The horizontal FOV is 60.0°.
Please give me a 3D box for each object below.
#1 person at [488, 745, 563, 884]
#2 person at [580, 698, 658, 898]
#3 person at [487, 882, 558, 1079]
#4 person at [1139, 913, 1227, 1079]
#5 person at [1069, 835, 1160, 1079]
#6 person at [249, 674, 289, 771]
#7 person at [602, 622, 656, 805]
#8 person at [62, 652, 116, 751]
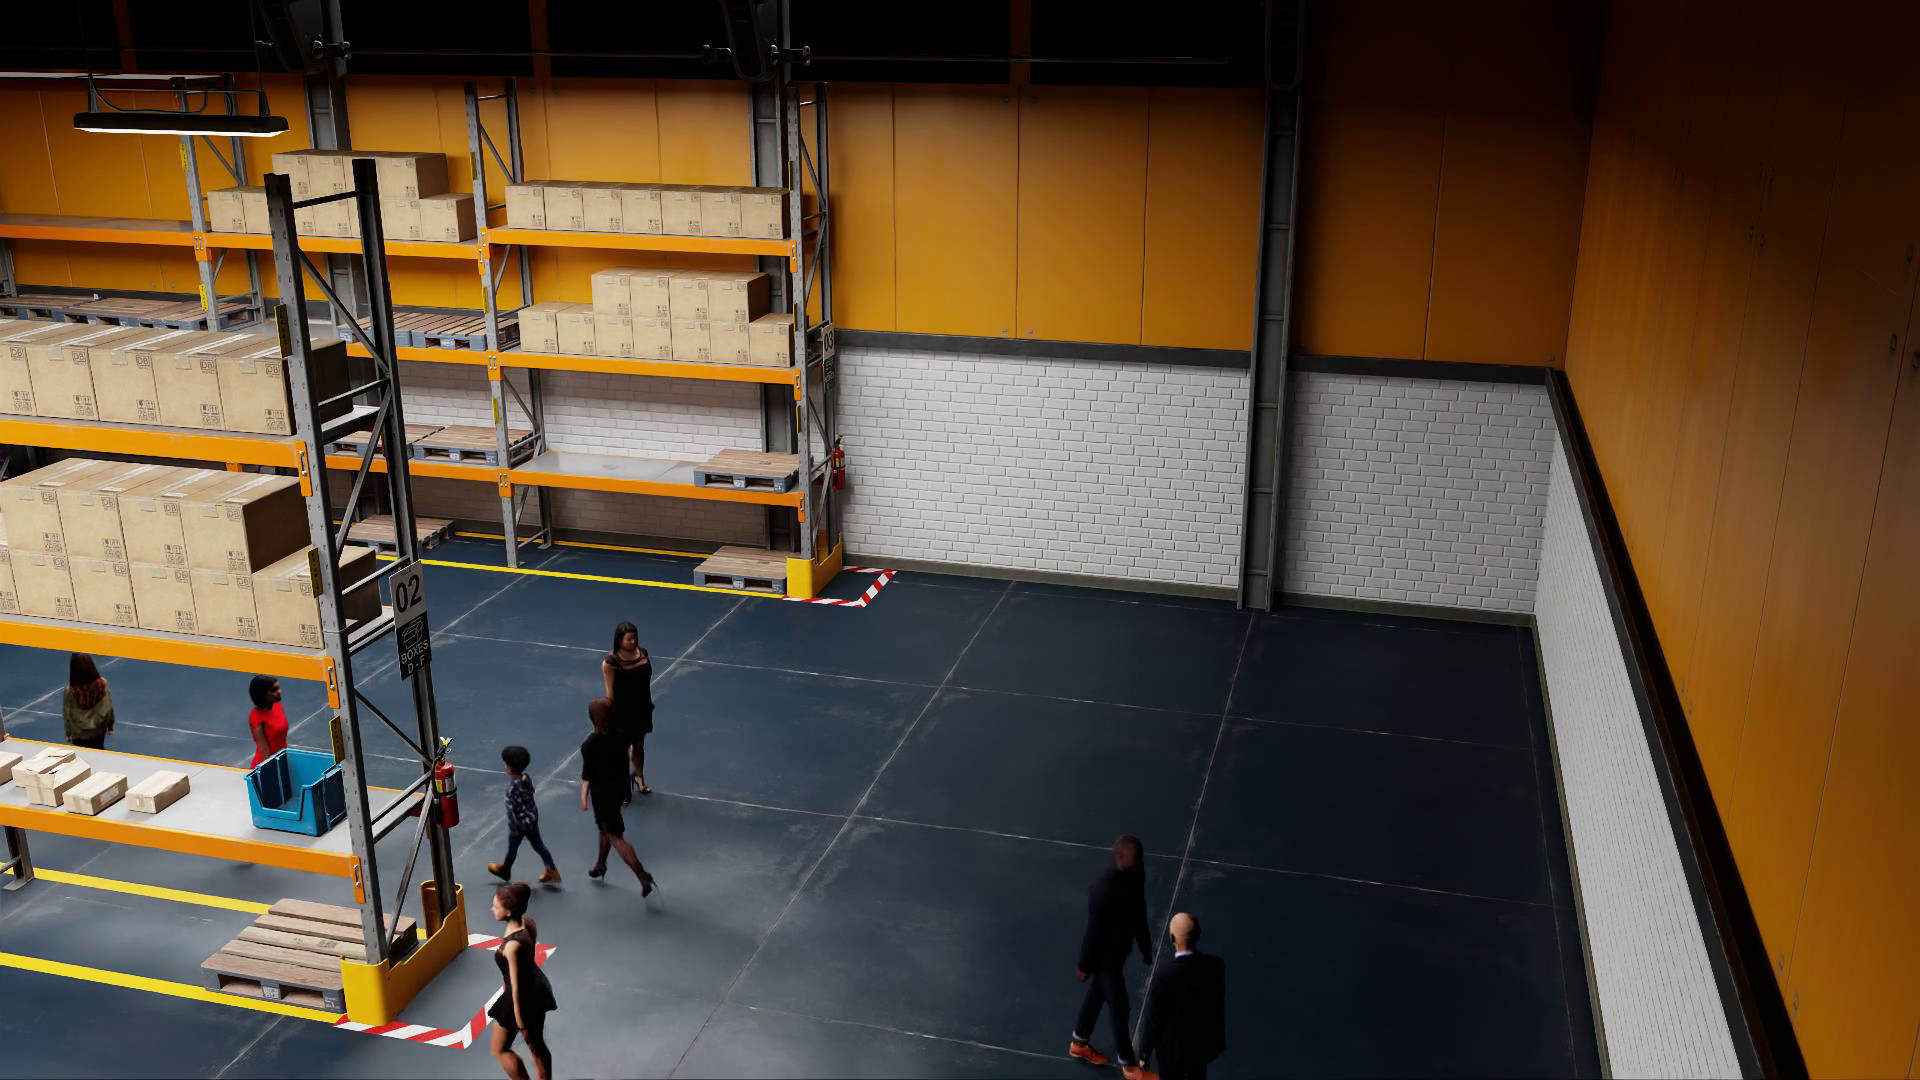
[{"bbox_3d":[-3.526,2.283,13.599,0.902,1.223,0.568,7,20,20],"label":"person"},{"bbox_3d":[-2.777,2.112,13.407,1.146,1.671,0.871,12,22,31],"label":"person"},{"bbox_3d":[-2.761,2.979,10.834,0.688,1.668,0.634,1,19,3],"label":"person"},{"bbox_3d":[1.417,3.129,10.194,0.921,1.793,0.982,-6,20,-18],"label":"person"},{"bbox_3d":[0.925,2.785,11.231,1.042,1.783,0.850,11,22,30],"label":"person"},{"bbox_3d":[-5.806,1.952,13.832,1.074,1.702,0.587,4,19,12],"label":"person"},{"bbox_3d":[-2.993,1.537,15.039,0.756,1.718,0.750,16,24,39],"label":"person"},{"bbox_3d":[-7.767,1.720,14.894,0.940,1.463,0.737,12,22,31],"label":"person"}]
